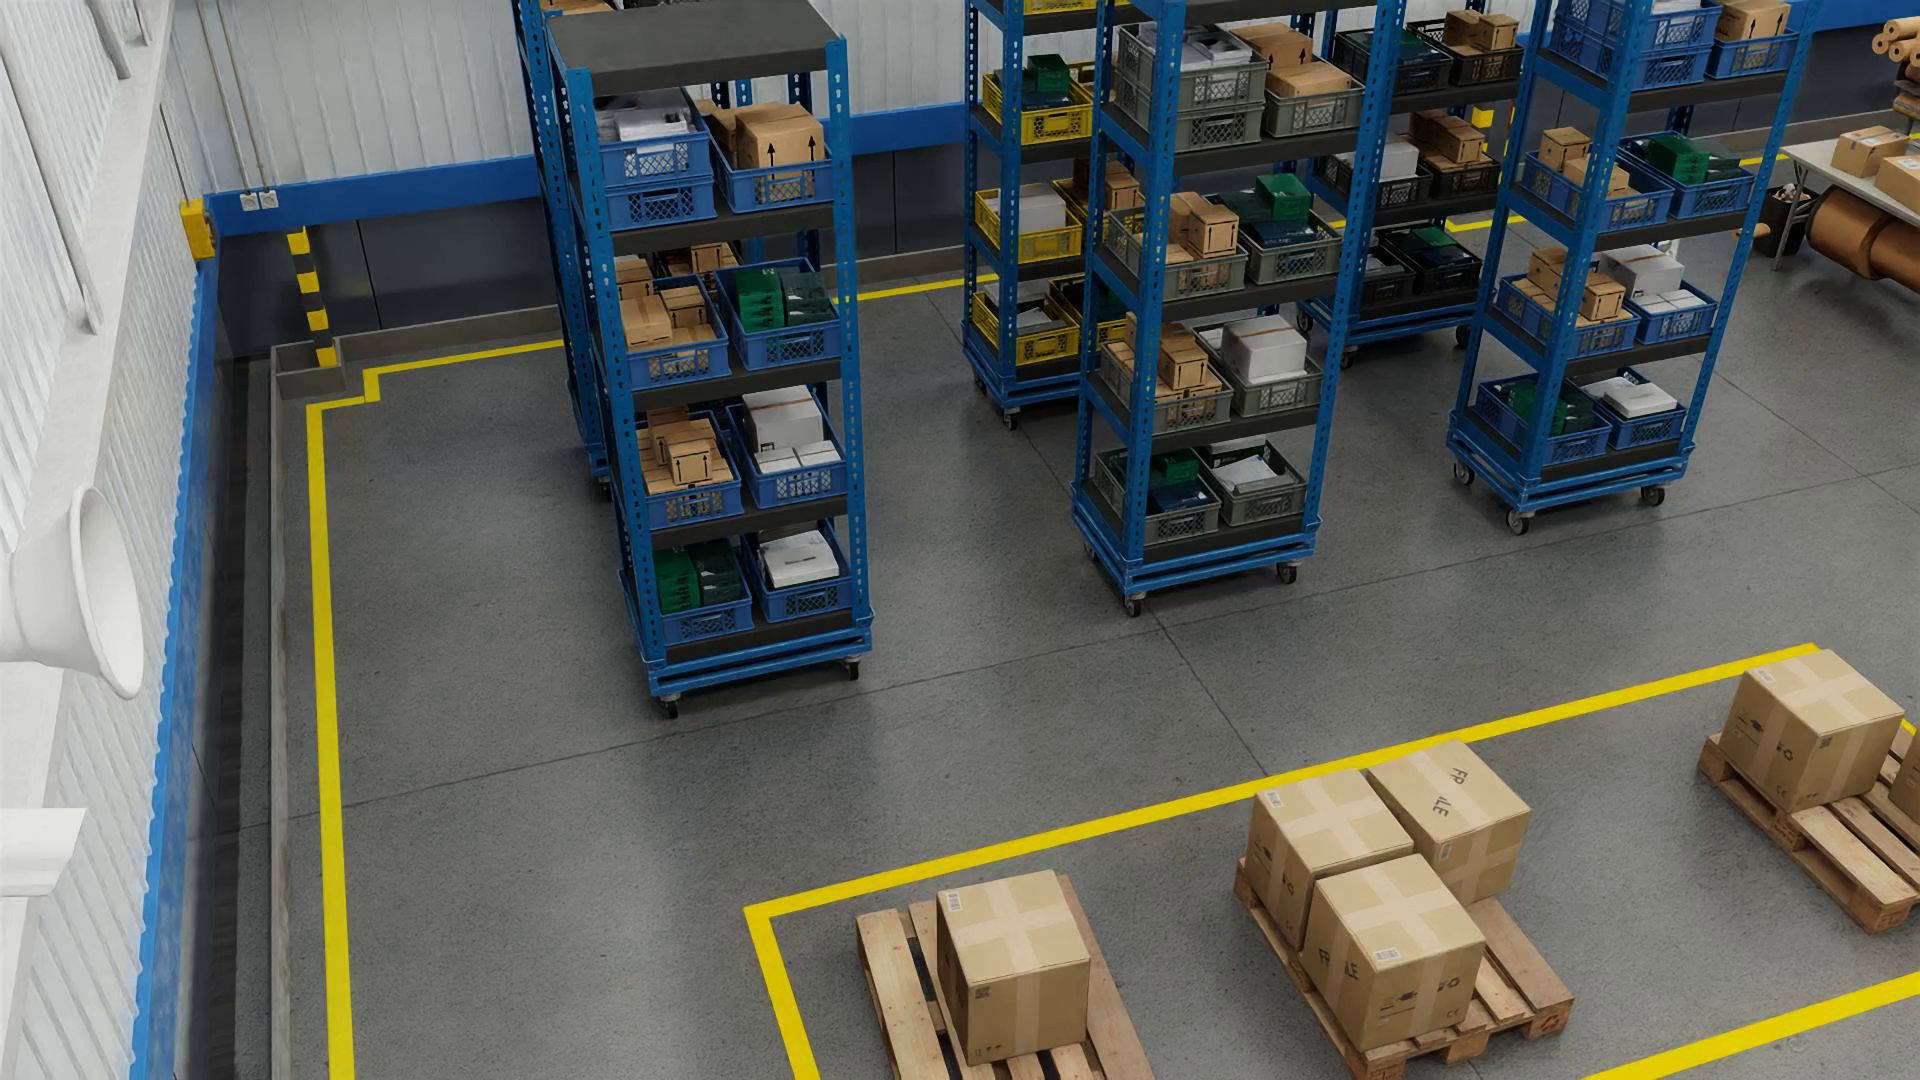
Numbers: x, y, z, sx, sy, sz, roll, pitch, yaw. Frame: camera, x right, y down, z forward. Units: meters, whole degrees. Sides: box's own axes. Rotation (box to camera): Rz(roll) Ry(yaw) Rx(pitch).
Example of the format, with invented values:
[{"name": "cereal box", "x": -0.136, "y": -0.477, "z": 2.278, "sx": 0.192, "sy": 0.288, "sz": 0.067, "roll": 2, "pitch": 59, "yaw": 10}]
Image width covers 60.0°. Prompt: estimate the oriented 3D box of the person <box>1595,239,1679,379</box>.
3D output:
[{"name": "person", "x": 4.531, "y": -1.788, "z": 11.191, "sx": 0.571, "sy": 1.882, "sz": 0.356, "roll": -5, "pitch": 36, "yaw": -7}]
